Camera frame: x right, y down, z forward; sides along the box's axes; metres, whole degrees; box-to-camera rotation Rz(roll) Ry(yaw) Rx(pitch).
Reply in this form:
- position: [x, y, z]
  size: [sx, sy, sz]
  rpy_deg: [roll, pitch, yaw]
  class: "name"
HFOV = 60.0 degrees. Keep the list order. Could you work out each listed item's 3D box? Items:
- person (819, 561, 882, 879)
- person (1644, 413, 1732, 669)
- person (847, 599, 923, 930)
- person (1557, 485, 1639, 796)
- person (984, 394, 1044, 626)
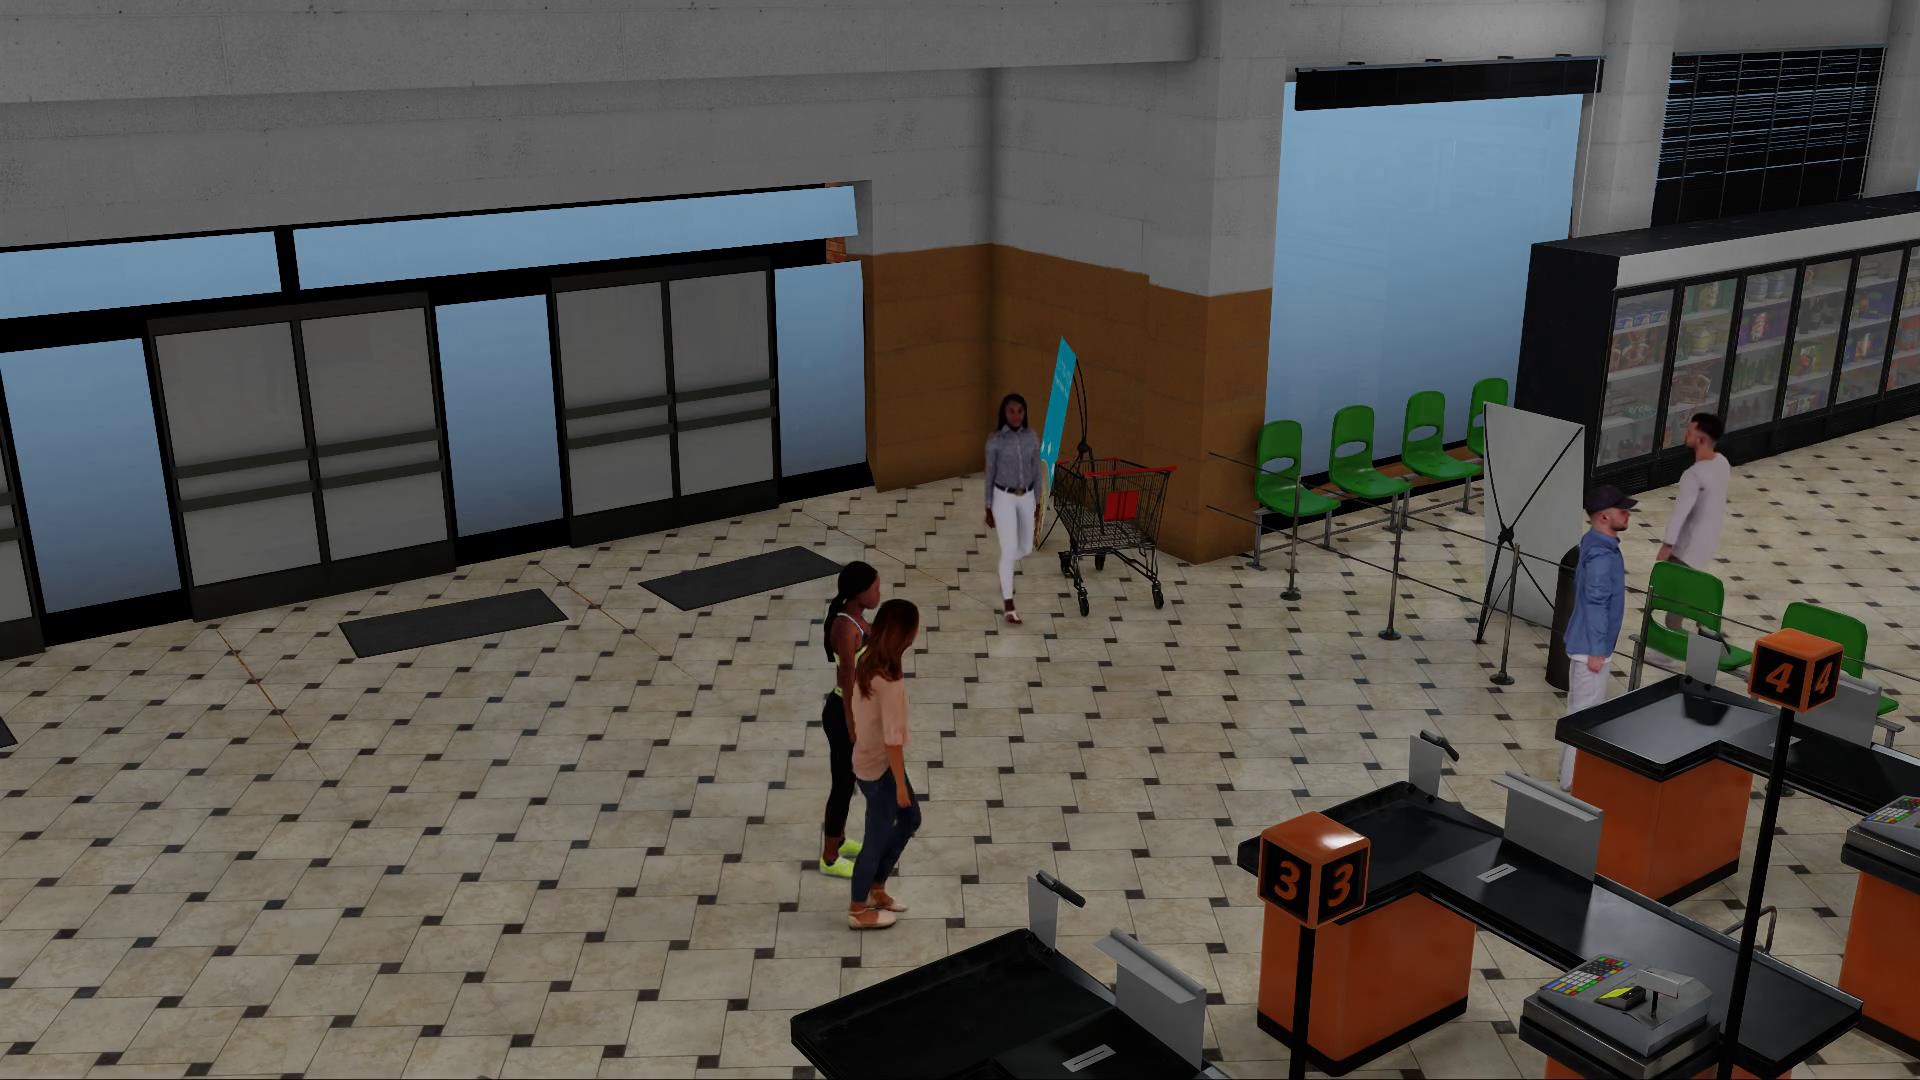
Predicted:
- position: [-0.605, 0.946, 8.802]
  size: [0.729, 1.746, 0.663]
  rpy_deg: [2, 19, 6]
  class: "person"
- position: [5.087, 0.017, 11.421]
  size: [0.746, 1.833, 0.742]
  rpy_deg: [-16, 24, -39]
  class: "person"
- position: [-0.476, 1.144, 8.183]
  size: [0.799, 1.767, 0.694]
  rpy_deg: [-4, 19, -12]
  class: "person"
- position: [3.664, 0.589, 9.640]
  size: [0.782, 1.888, 0.742]
  rpy_deg: [5, 19, 15]
  class: "person"
- position: [0.379, -0.270, 12.472]
  size: [0.815, 1.705, 1.092]
  rpy_deg: [-5, 19, -14]
  class: "person"
